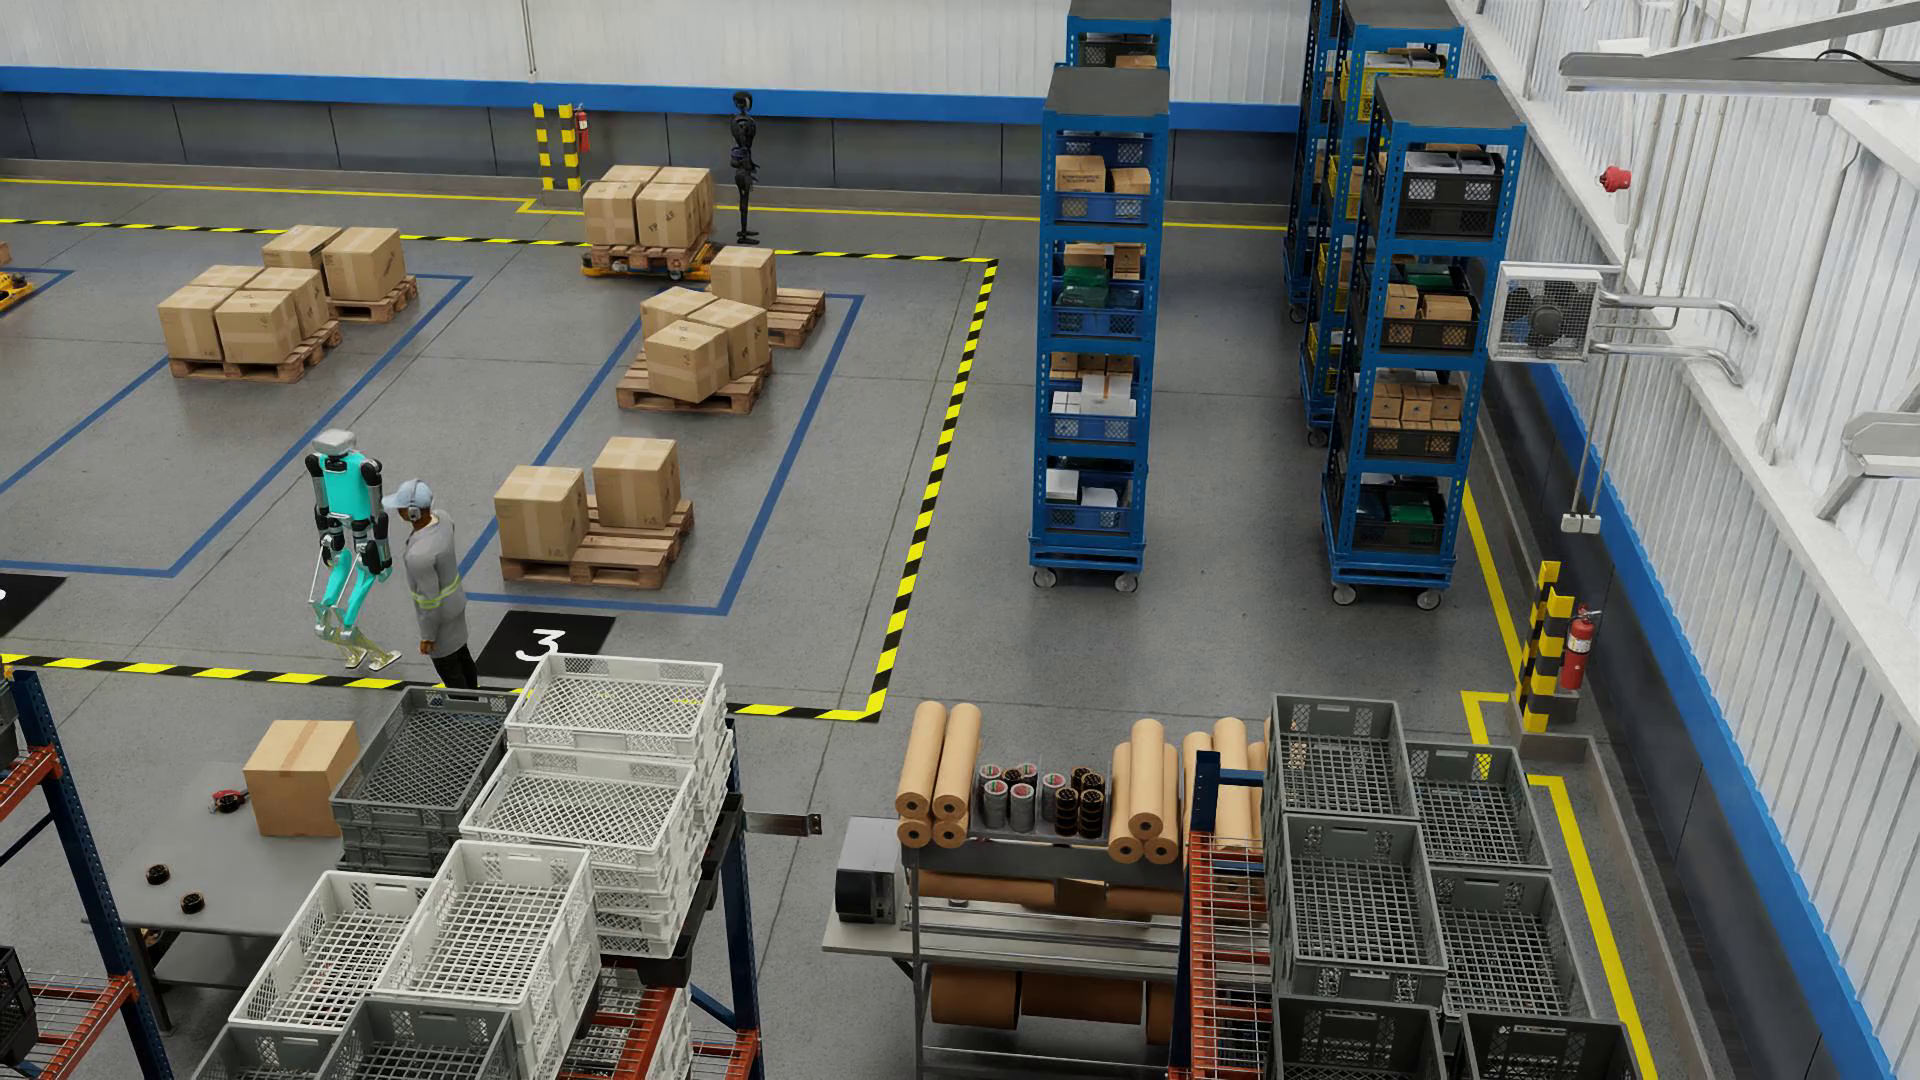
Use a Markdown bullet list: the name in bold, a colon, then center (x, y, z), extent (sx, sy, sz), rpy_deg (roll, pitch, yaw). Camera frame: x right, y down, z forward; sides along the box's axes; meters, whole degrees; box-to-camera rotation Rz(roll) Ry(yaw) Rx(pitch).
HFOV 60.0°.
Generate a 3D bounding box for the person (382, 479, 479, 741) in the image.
- **person**: center (-3.259, 0.443, 10.339), extent (0.371, 1.853, 0.588), rpy_deg (-1, 30, -2)

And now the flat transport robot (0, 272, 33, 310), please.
- **flat transport robot**: center (-10.389, -2.570, 17.060), extent (1.431, 0.197, 0.652), rpy_deg (3, 30, 6)

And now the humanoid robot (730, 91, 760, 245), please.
- **humanoid robot**: center (-2.366, -4.124, 18.341), extent (0.315, 1.659, 0.599), rpy_deg (-2, 30, -3)

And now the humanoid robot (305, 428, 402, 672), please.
- **humanoid robot**: center (-4.048, 0.148, 10.829), extent (0.533, 1.675, 0.735), rpy_deg (9, 31, 15)

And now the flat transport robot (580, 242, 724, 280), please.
- **flat transport robot**: center (-3.290, -3.028, 17.846), extent (1.431, 0.197, 0.652), rpy_deg (3, 30, 6)

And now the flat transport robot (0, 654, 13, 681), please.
- **flat transport robot**: center (-7.142, 0.969, 11.010), extent (1.431, 0.231, 0.659), rpy_deg (3, 30, 6)
